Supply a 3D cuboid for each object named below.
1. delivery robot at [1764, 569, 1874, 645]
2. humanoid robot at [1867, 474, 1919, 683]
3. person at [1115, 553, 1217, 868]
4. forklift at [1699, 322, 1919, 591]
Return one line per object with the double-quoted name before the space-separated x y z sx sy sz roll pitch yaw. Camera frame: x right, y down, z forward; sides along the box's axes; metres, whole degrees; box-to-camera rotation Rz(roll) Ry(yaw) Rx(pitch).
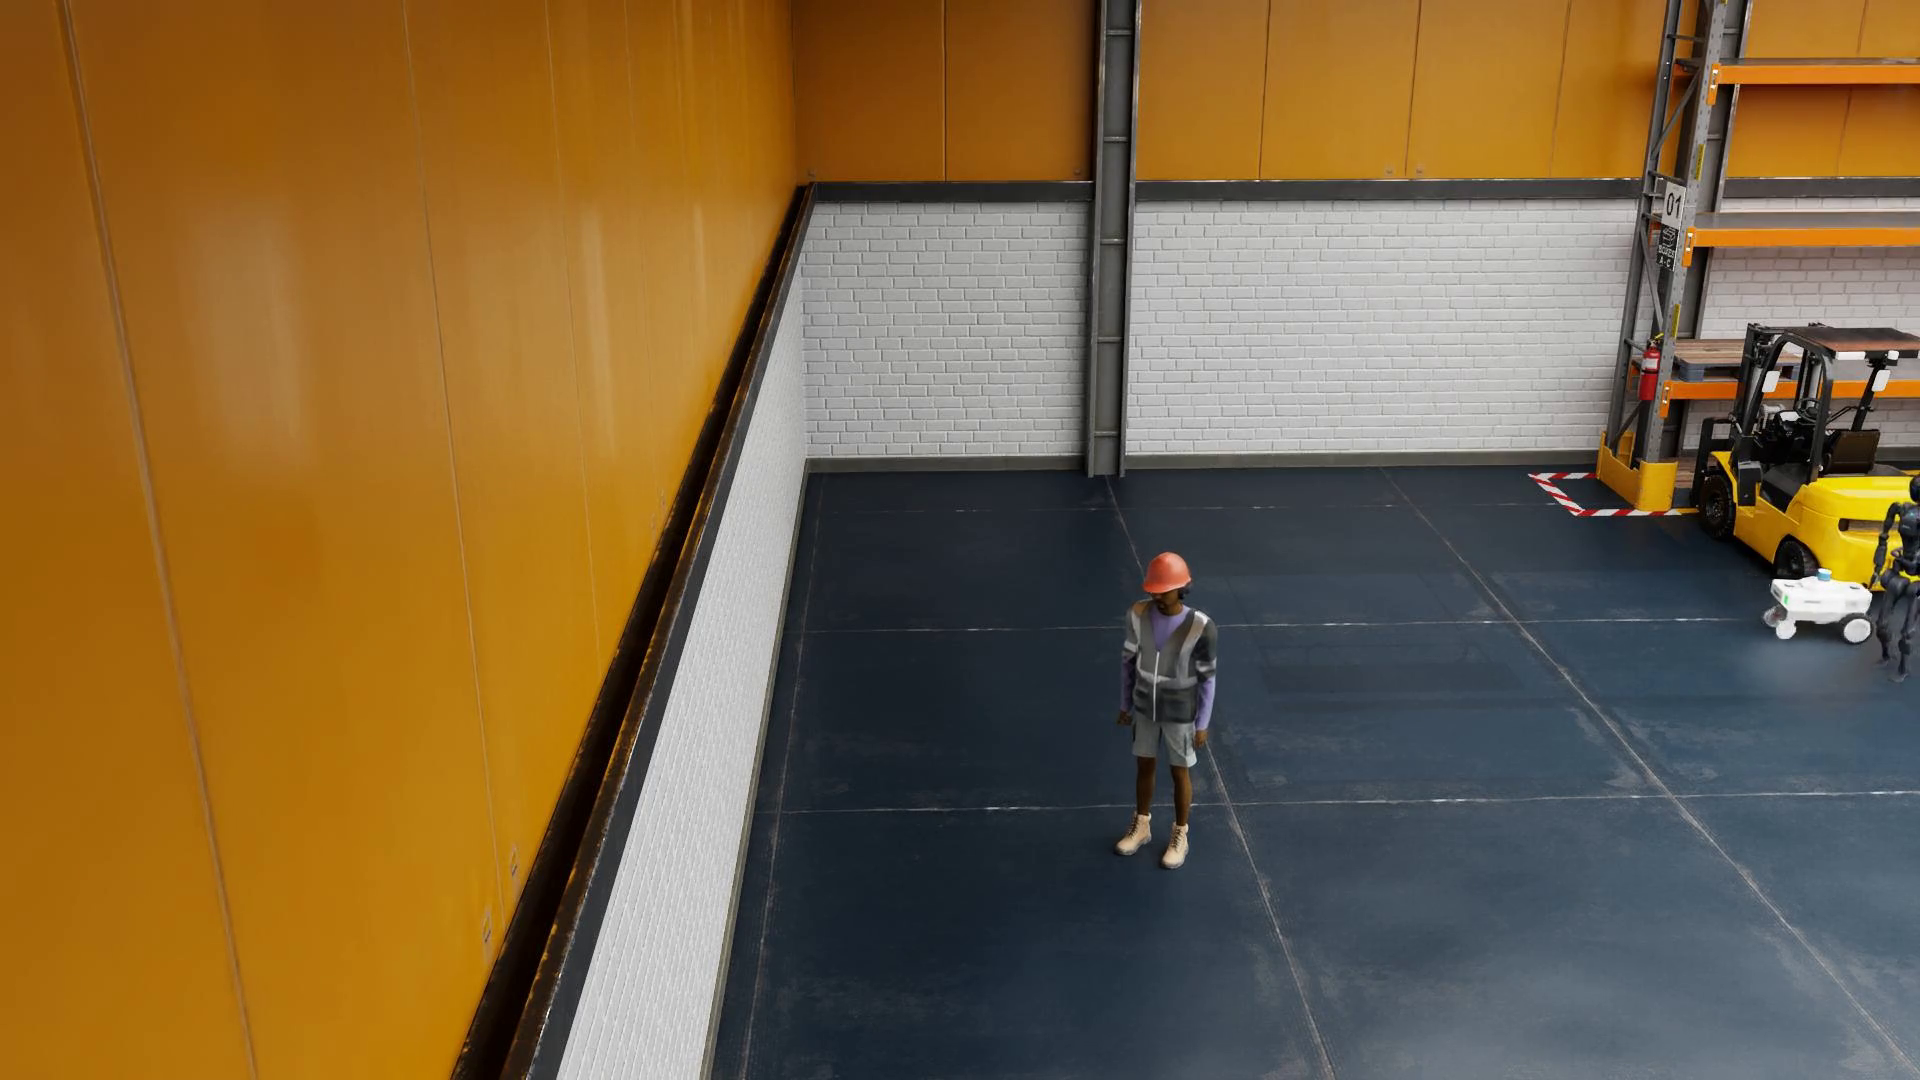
"delivery robot" 7.093 0.540 13.694 0.801 0.608 0.499 2 20 5
"humanoid robot" 7.299 0.280 12.772 0.341 1.647 0.588 -11 23 -26
"person" 1.240 1.039 10.178 0.615 2.041 0.378 12 24 30
"forklift" 7.809 -0.792 14.926 1.214 2.155 2.313 -1 20 -2
